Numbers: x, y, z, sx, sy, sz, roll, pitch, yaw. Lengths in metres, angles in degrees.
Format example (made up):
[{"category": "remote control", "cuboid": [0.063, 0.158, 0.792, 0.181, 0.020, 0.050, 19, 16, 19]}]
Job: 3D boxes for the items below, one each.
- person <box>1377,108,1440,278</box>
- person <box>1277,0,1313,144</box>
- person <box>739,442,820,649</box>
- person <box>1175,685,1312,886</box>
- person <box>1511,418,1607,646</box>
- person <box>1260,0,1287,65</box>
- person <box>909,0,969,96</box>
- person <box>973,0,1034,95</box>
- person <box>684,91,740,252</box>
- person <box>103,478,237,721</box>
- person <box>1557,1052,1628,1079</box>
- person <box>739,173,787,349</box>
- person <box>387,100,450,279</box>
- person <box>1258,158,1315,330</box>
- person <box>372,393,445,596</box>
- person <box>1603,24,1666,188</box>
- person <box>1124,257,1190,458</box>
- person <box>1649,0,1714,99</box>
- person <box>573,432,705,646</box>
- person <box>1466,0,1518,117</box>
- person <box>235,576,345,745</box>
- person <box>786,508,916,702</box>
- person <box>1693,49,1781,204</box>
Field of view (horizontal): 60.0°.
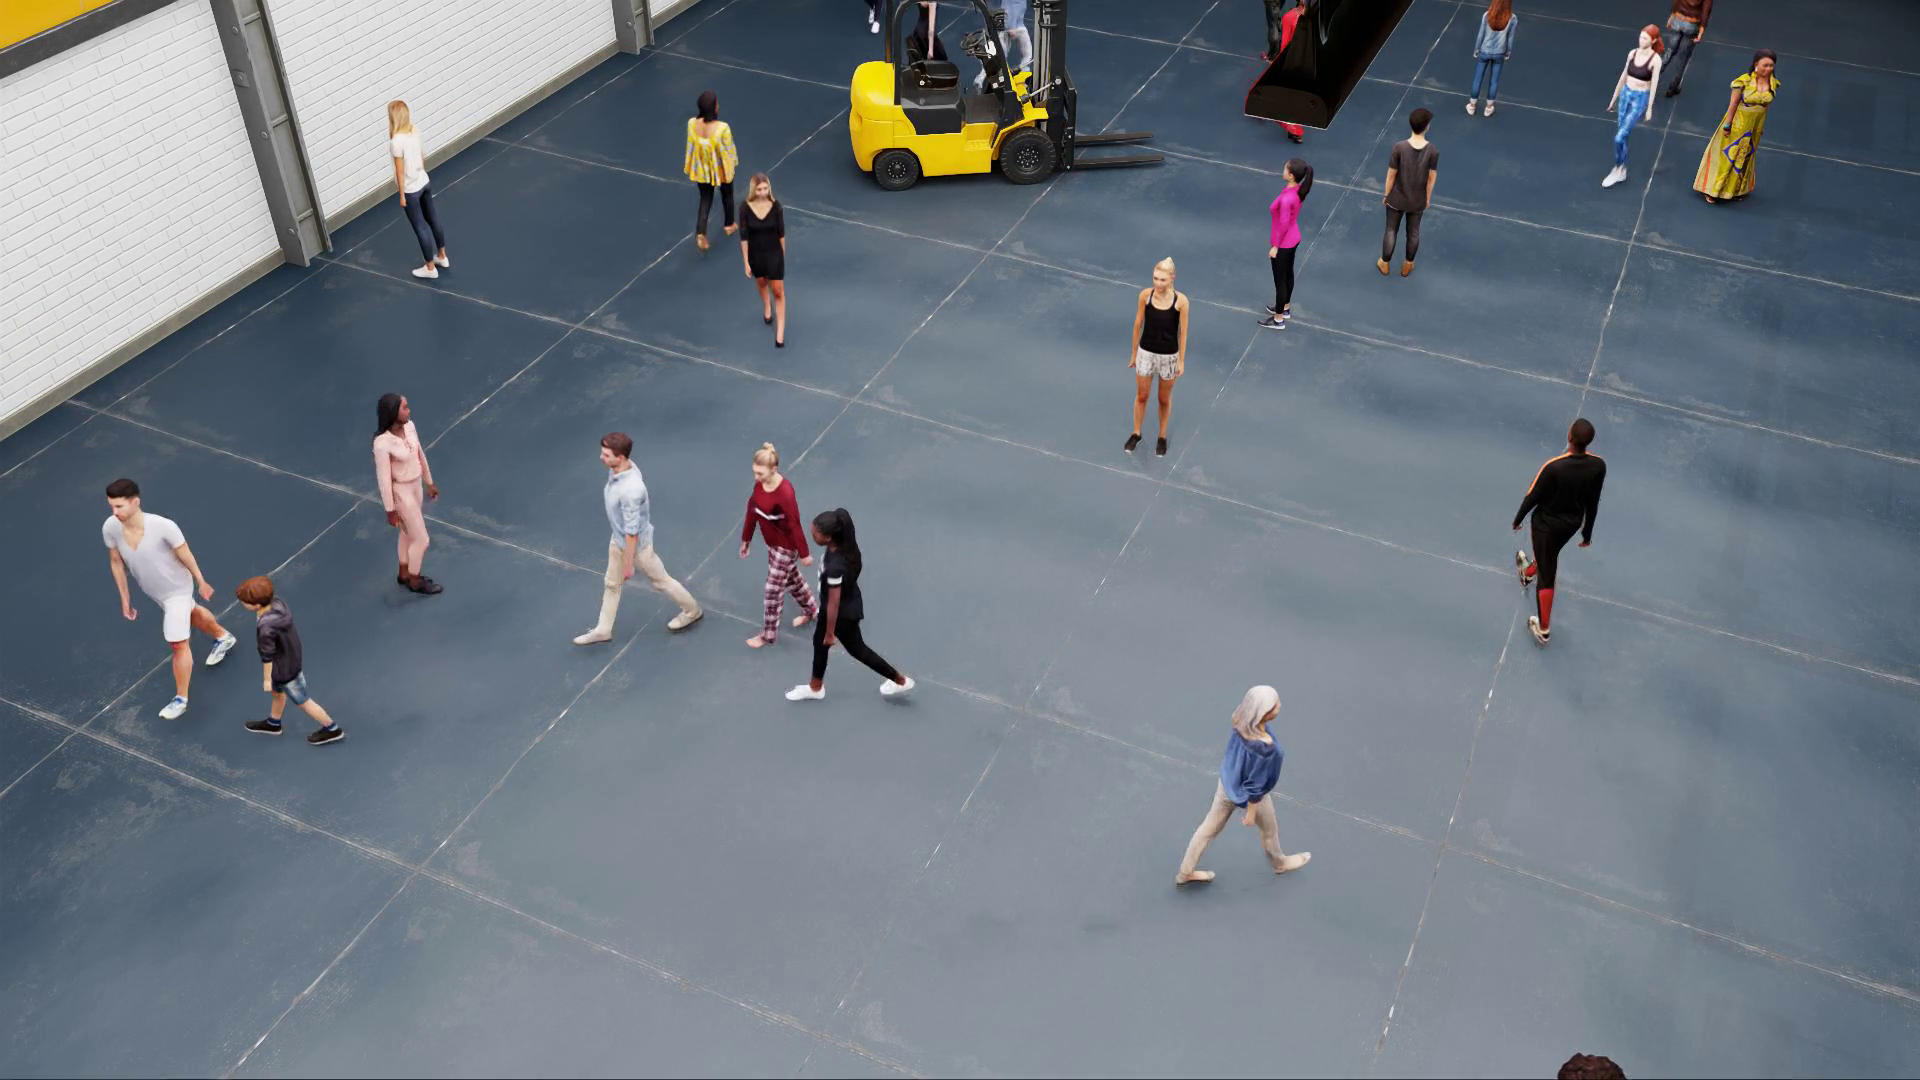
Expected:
[{"category": "person", "cuboid": [4.384, -3.386, 16.267, 0.660, 1.714, 0.616, 8, 39, 10]}, {"category": "person", "cuboid": [3.710, -5.397, 18.754, 1.023, 1.762, 1.054, -16, 41, -19]}, {"category": "person", "cuboid": [-1.238, -0.025, 12.086, 1.013, 1.680, 0.893, -23, 44, -26]}, {"category": "person", "cuboid": [1.651, 1.551, 10.146, 1.139, 1.648, 1.119, -10, 40, -12]}, {"category": "person", "cuboid": [4.340, -0.032, 12.026, 1.030, 1.766, 1.245, -3, 39, -3]}, {"category": "person", "cuboid": [3.958, -6.709, 20.373, 0.695, 1.793, 0.798, -25, 45, -28]}, {"category": "person", "cuboid": [-0.480, -5.776, 19.278, 1.205, 1.692, 1.056, -19, 42, -22]}, {"category": "person", "cuboid": [0.548, -6.086, 19.532, 1.201, 1.857, 1.076, -18, 42, -21]}, {"category": "person", "cuboid": [-2.514, -3.663, 16.684, 0.795, 1.627, 1.049, 10, 40, 12]}, {"category": "person", "cuboid": [-5.494, 0.267, 11.628, 0.865, 1.794, 1.291, 7, 39, 8]}, {"category": "person", "cuboid": [2.905, 3.095, 8.097, 0.790, 1.781, 0.704, -5, 39, -6]}, {"category": "person", "cuboid": [-1.823, -2.658, 15.420, 0.914, 1.632, 1.120, -3, 39, -4]}, {"category": "person", "cuboid": [-5.310, -3.433, 16.249, 0.677, 1.810, 0.490, 9, 40, 11]}, {"category": "person", "cuboid": [3.048, -2.779, 15.527, 0.647, 1.698, 0.513, 18, 42, 22]}, {"category": "person", "cuboid": [-4.197, -0.313, 12.434, 0.793, 1.695, 0.676, 14, 41, 17]}, {"category": "person", "cuboid": [7.258, -4.650, 17.811, 0.819, 1.773, 0.758, -19, 42, -22]}, {"category": "person", "cuboid": [1.654, -1.545, 13.857, 0.645, 1.844, 0.552, 11, 40, 13]}, {"category": "person", "cuboid": [8.470, -6.011, 19.514, 0.983, 1.763, 0.858, -27, 46, -29]}, {"category": "person", "cuboid": [-2.249, 0.006, 11.952, 1.275, 1.799, 1.168, -16, 41, -19]}, {"category": "person", "cuboid": [6.175, -5.663, 19.311, 0.598, 1.473, 0.541, 8, 39, 10]}, {"category": "person", "cuboid": [-4.510, 0.836, 11.218, 0.903, 1.417, 0.906, -7, 39, -8]}, {"category": "person", "cuboid": [-0.721, 0.499, 11.408, 1.082, 1.707, 1.181, -1, 39, -2]}, {"category": "person", "cuboid": [8.270, -4.377, 17.560, 1.001, 1.659, 1.028, -7, 39, -9]}]
